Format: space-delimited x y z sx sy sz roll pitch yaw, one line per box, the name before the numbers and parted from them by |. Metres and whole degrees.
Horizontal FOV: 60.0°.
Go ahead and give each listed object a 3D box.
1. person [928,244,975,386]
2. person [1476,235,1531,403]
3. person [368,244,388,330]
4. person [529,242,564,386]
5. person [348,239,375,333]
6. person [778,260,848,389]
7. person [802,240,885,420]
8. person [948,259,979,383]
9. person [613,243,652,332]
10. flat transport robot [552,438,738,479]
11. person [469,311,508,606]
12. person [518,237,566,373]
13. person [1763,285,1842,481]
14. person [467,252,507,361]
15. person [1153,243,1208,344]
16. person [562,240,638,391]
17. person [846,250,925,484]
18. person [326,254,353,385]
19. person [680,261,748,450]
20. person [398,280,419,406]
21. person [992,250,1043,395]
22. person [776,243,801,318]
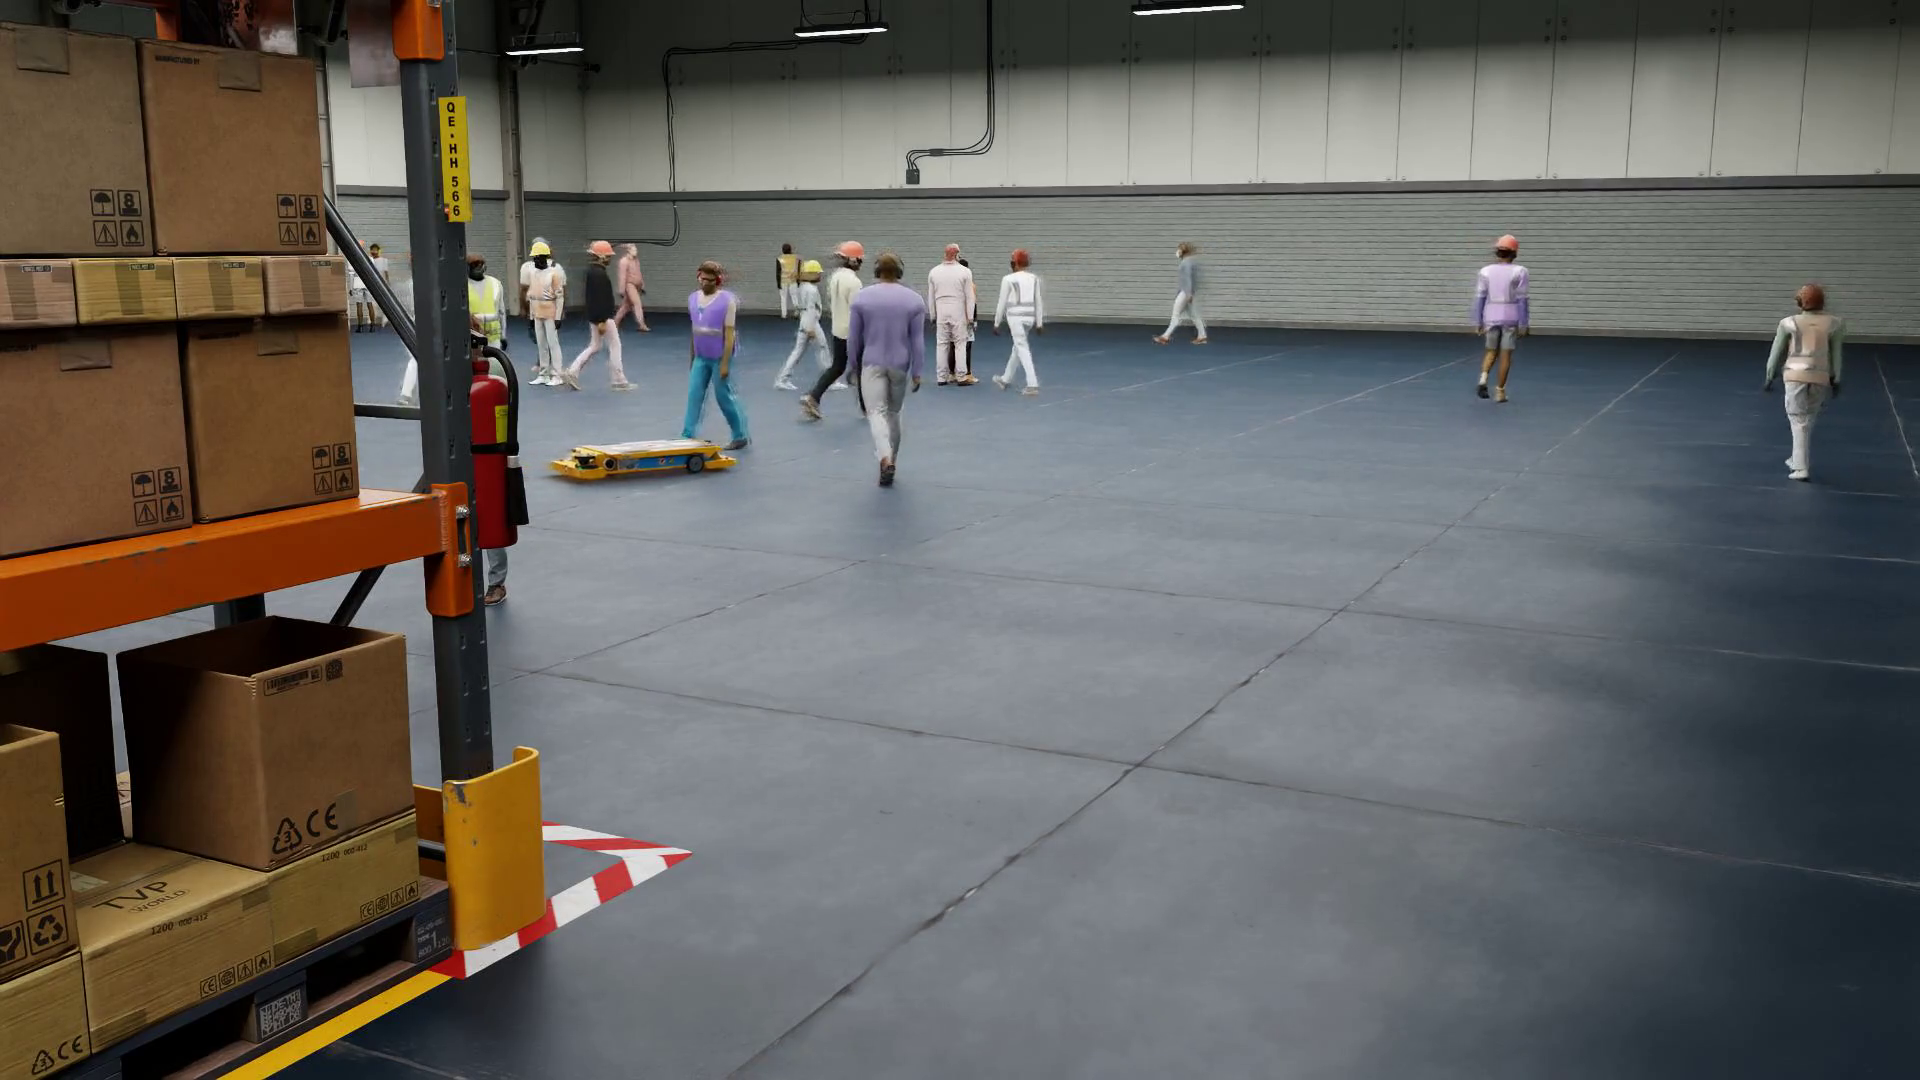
person | -0.094 -3.025 22.409 0.652 1.906 0.403 4 11 22
person | 6.558 -2.659 20.081 0.616 2.028 0.465 9 14 41
person | -12.573 -5.452 35.898 0.511 1.840 0.647 0 10 -1
person | -5.596 -3.037 22.411 0.594 1.926 0.367 7 13 35
person | -12.423 -5.268 34.548 0.543 1.939 0.360 -8 13 -35
person | -1.969 -2.816 21.822 0.891 1.702 0.487 -4 11 -21
person | -1.268 -2.283 18.191 0.899 1.970 0.608 -7 13 -35
person | 0.022 -2.988 22.770 0.535 1.700 0.318 7 13 35
person | -6.972 -5.315 35.030 0.977 1.861 0.632 2 11 12
flat transport robot | -2.693 -0.709 14.240 1.431 0.197 0.652 -7 12 -34
person | -2.703 -0.455 9.134 0.507 1.633 0.276 3 11 17
person | -6.065 -3.432 24.257 0.881 2.000 0.685 9 14 40
person | 7.031 -1.322 13.918 0.539 1.600 0.804 1 10 5
person | -5.246 -2.211 18.146 0.633 1.841 0.429 -7 12 -33
person | 4.154 -4.571 30.913 1.043 1.880 0.654 1 10 6
person | -4.713 -2.903 21.600 0.891 1.964 0.618 -6 12 -30
person | -0.598 -1.423 13.701 0.640 1.909 0.936 -2 11 -12
person | -8.384 -2.906 22.139 0.523 1.769 0.320 -2 11 -12
person | -2.311 -1.682 15.438 0.643 1.790 0.913 7 13 34
person | -6.263 -2.461 19.560 0.573 1.834 1.019 4 11 21
person | 0.721 -2.786 21.340 0.603 1.823 1.011 -9 13 -39
person | -4.170 -6.303 40.492 0.635 1.823 0.698 -4 11 -21
